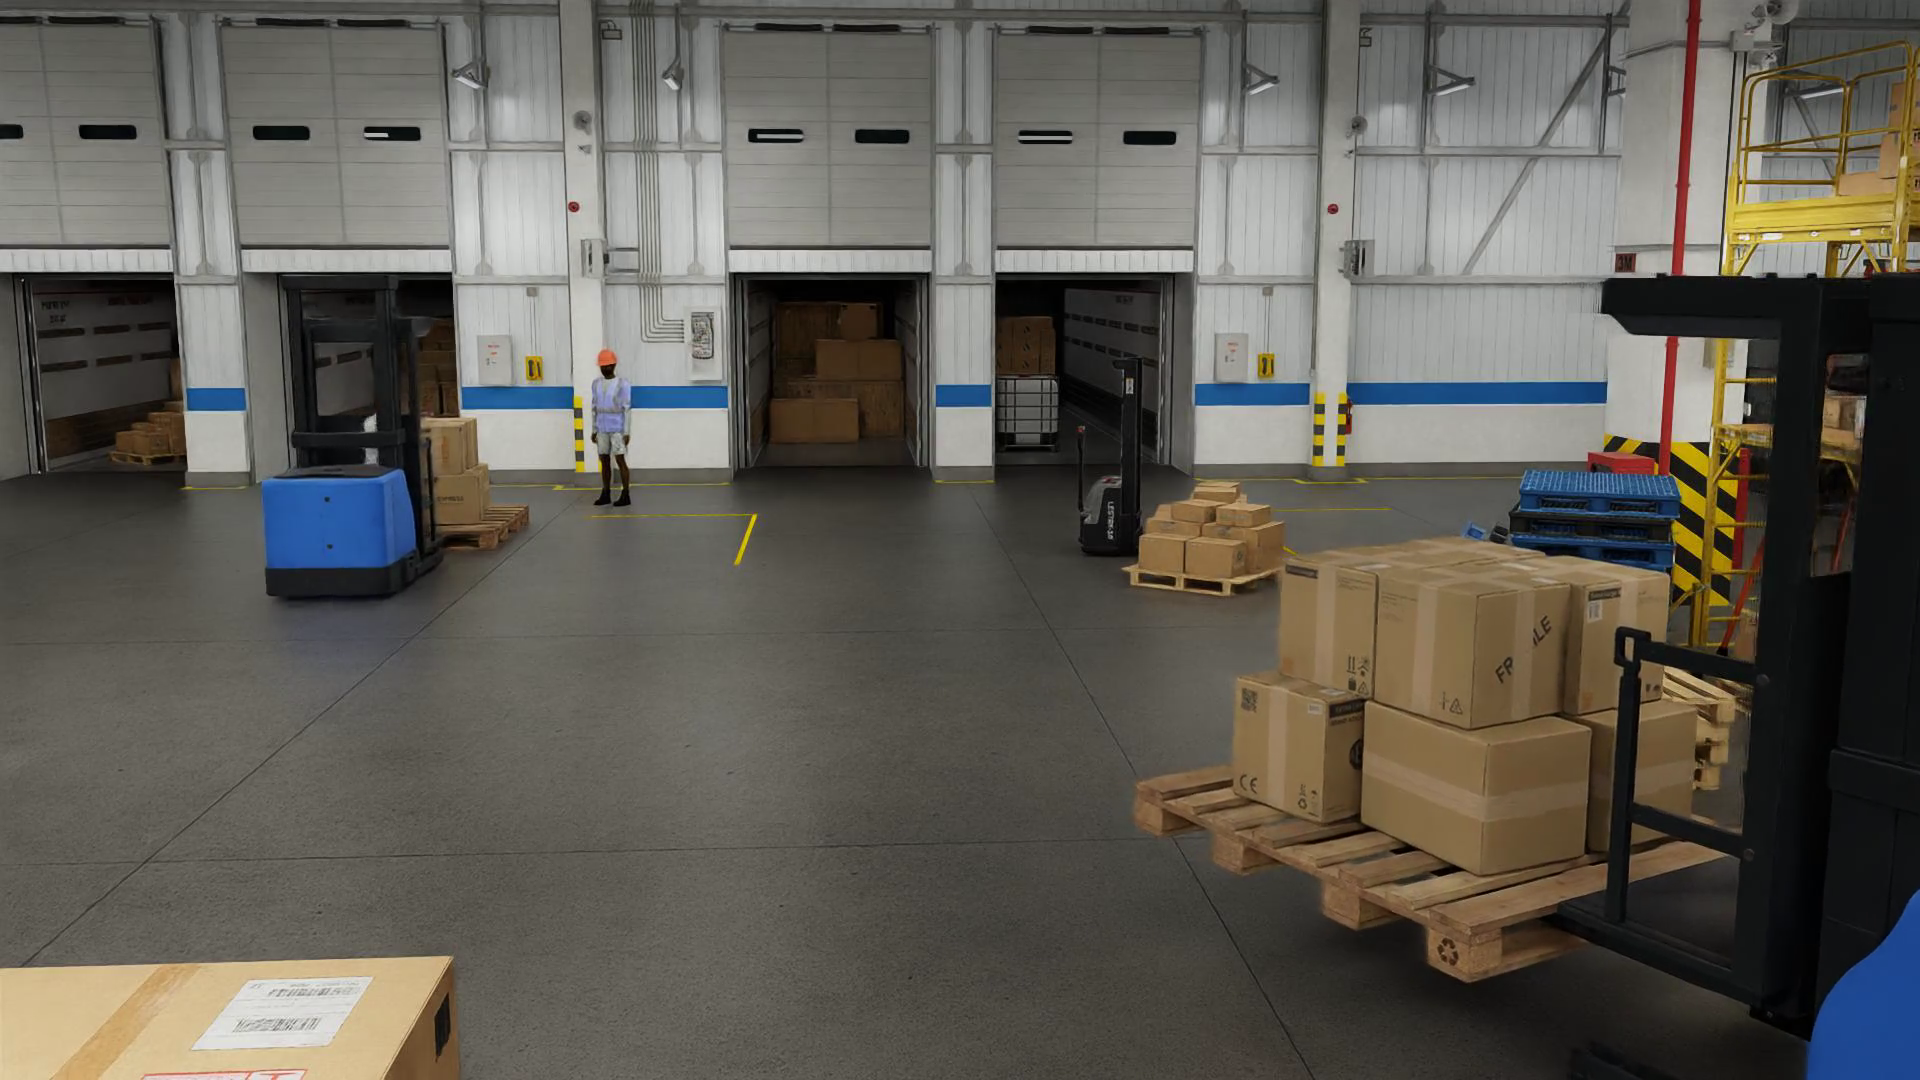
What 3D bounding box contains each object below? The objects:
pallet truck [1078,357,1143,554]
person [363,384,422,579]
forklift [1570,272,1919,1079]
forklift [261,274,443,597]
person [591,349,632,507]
[{"bbox_3d":[2.088,-0.836,16.757,1.885,1.965,0.823,2,9,13],"label":"pallet truck"},{"bbox_3d":[-5.371,-0.558,15.432,0.718,1.864,0.591,4,10,25],"label":"person"},{"bbox_3d":[3.063,0.594,5.015,1.129,2.768,1.873,-5,10,-30],"label":"forklift"},{"bbox_3d":[-5.507,-0.992,14.977,1.129,2.768,1.873,-1,9,-4],"label":"forklift"},{"bbox_3d":[-4.273,-1.363,20.303,0.545,1.927,0.391,4,10,24],"label":"person"}]
